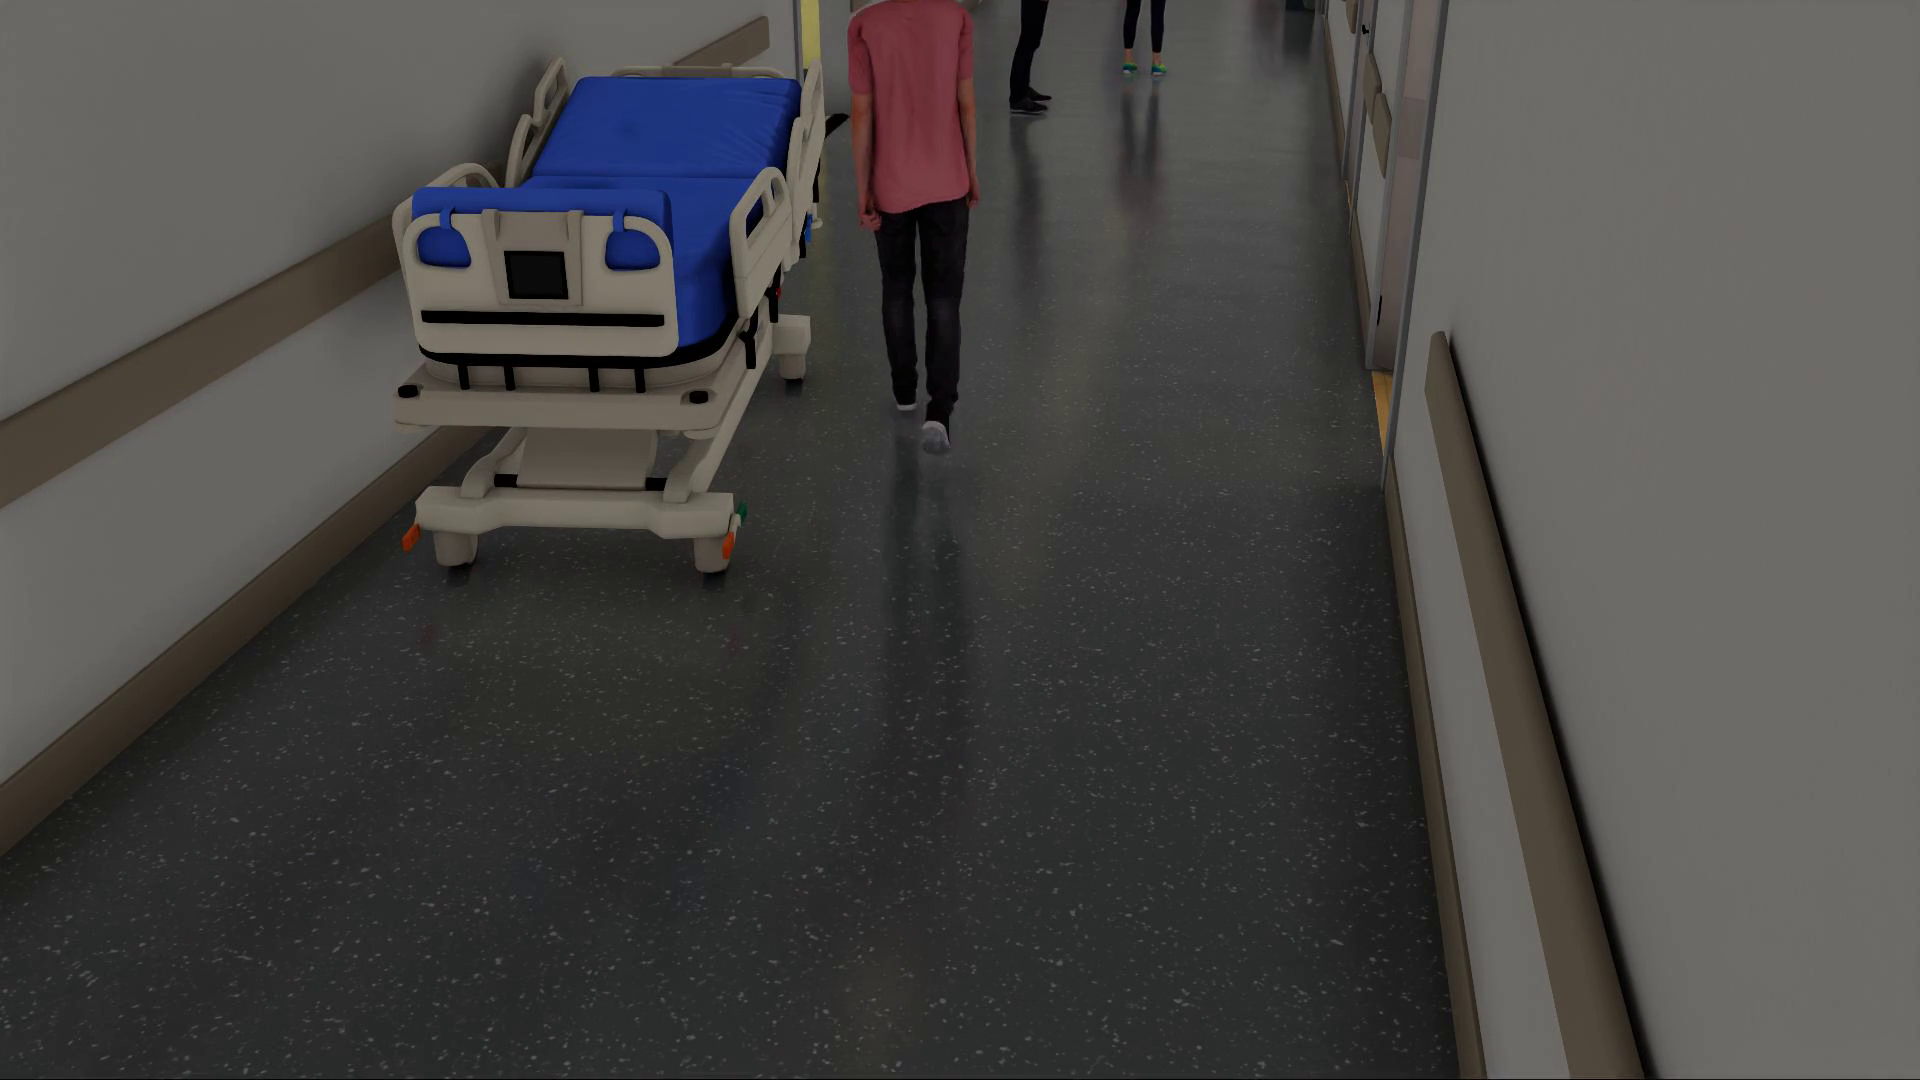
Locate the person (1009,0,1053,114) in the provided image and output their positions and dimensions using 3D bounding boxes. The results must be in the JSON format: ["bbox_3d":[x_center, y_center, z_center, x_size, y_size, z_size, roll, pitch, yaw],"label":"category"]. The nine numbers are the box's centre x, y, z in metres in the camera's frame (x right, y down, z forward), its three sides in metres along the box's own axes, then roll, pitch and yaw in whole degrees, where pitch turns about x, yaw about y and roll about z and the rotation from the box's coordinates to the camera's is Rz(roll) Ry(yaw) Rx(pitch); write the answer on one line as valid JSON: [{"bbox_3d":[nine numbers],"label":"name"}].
[{"bbox_3d":[0.522,-4.046,11.978,0.562,1.837,0.661,2,26,5],"label":"person"}]

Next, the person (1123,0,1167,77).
[{"bbox_3d":[1.496,-4.606,13.295,0.530,1.701,0.693,9,27,19],"label":"person"}]

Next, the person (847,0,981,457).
[{"bbox_3d":[-0.145,-1.248,6.077,1.225,1.922,0.892,-1,26,-2],"label":"person"}]
